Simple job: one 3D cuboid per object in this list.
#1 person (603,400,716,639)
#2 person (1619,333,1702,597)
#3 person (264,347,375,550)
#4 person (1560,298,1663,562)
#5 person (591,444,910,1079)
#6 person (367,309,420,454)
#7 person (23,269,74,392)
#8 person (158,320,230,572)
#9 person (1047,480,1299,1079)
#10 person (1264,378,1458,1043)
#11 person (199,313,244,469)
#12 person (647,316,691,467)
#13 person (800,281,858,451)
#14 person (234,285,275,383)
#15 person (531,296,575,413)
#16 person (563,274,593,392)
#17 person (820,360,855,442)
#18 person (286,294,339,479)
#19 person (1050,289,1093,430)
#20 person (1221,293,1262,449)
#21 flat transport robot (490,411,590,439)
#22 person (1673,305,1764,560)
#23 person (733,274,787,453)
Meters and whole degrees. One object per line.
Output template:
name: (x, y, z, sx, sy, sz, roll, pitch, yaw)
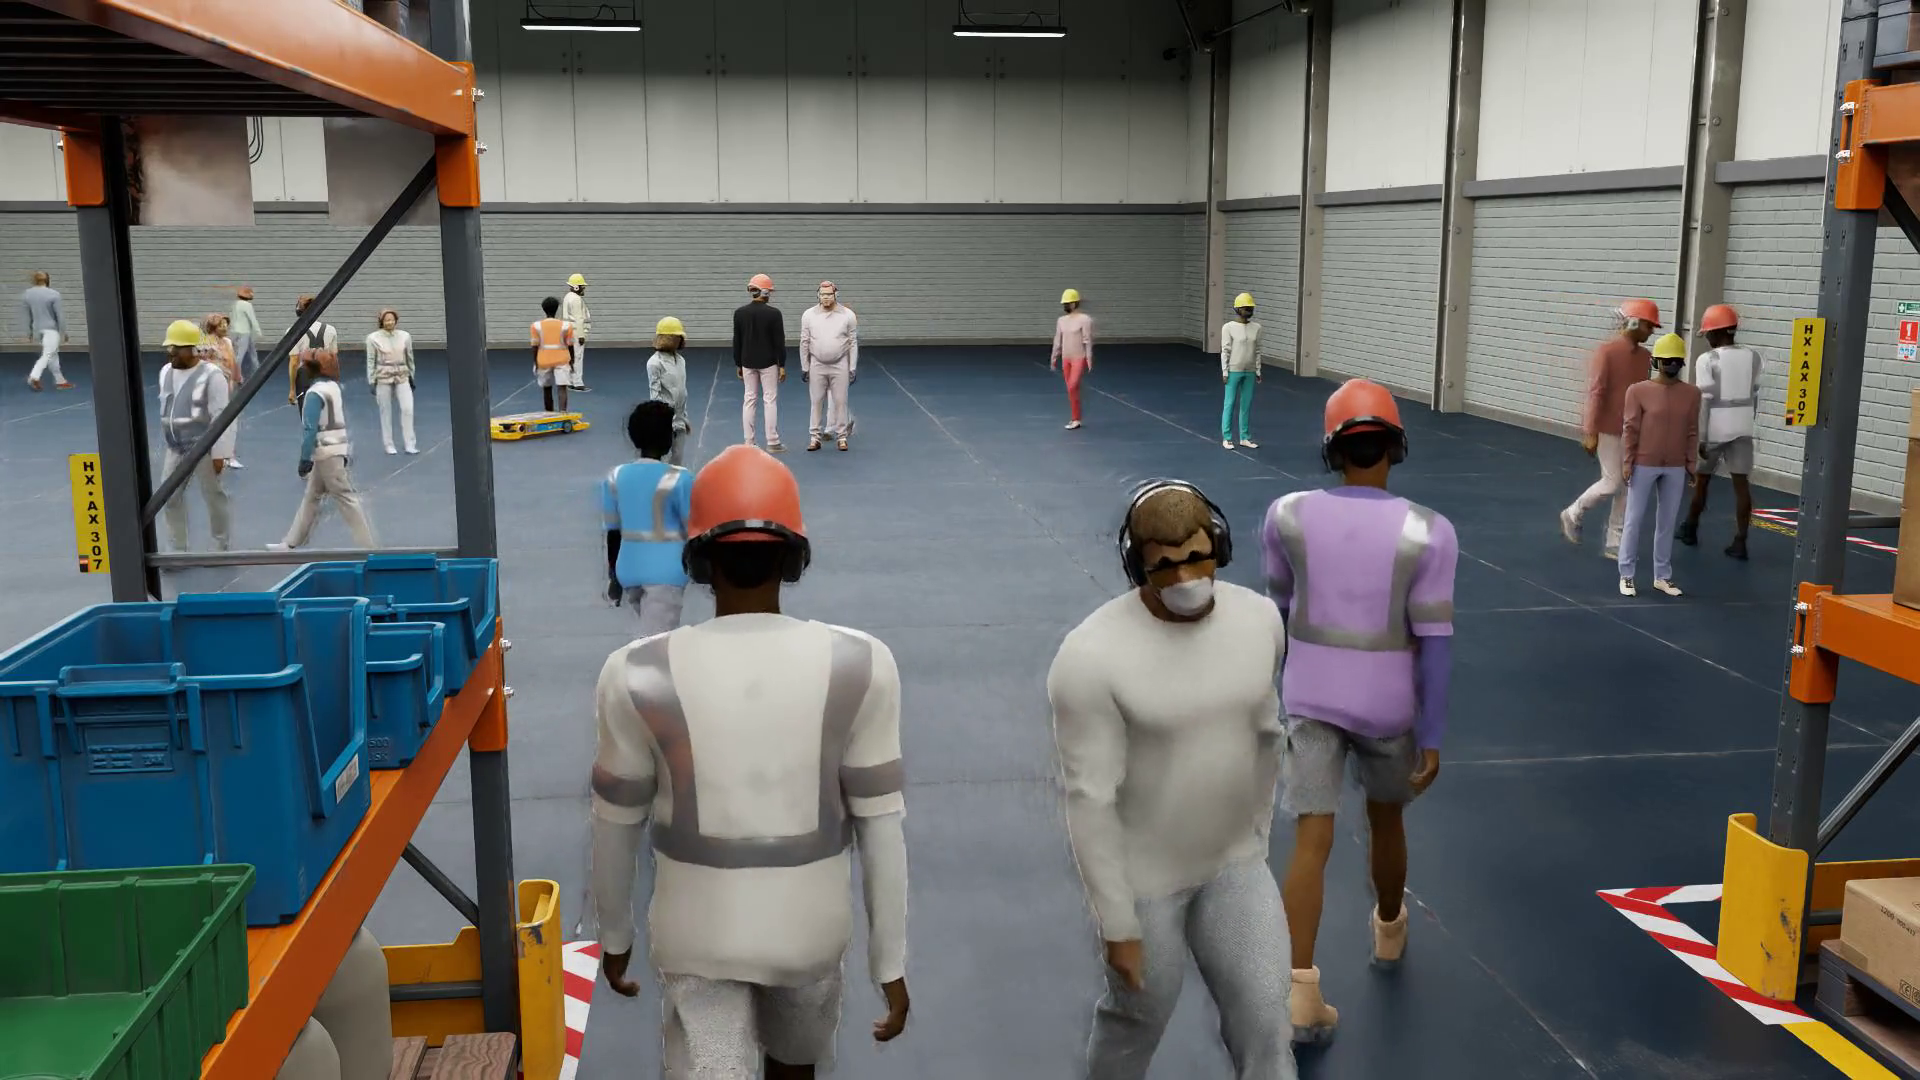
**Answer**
person: (-1.441, 0.173, 7.798, 0.545, 1.655, 0.888, 8, 13, 36)
person: (4.692, -0.496, 11.147, 0.523, 1.769, 0.314, 0, 10, -2)
person: (-4.747, -0.620, 12.277, 0.848, 1.586, 0.538, -1, 10, -6)
person: (4.875, -0.823, 12.410, 0.634, 1.955, 0.572, -5, 12, -26)
person: (-0.446, 0.791, 3.497, 0.629, 1.981, 1.080, -2, 11, -12)
person: (-6.206, -1.723, 18.261, 0.547, 1.611, 0.718, -7, 13, -35)
person: (-14.344, -3.278, 26.031, 0.635, 1.908, 0.965, 3, 11, 16)
person: (-5.549, -0.659, 11.917, 0.626, 1.804, 0.712, 4, 11, 19)
person: (0.553, 0.799, 3.752, 0.675, 1.878, 0.969, -5, 12, -27)
person: (1.204, 0.499, 5.139, 0.596, 1.989, 1.065, 4, 11, 22)
person: (-7.640, -1.543, 17.305, 0.579, 1.617, 0.512, 0, 10, 1)
person: (-2.419, -0.994, 13.933, 0.292, 1.745, 0.487, 4, 11, 21)
person: (-1.478, -1.947, 18.715, 0.651, 1.906, 0.403, 0, 10, -1)
person: (-11.783, -3.420, 27.634, 0.805, 1.601, 0.512, -8, 13, -38)
person: (-5.086, -2.212, 20.826, 0.538, 1.672, 0.789, -3, 11, -14)
person: (-5.960, -3.223, 25.913, 0.403, 1.831, 0.595, -5, 12, -27)
person: (-1.478, -1.993, 19.828, 0.511, 1.595, 0.810, 7, 12, 33)
person: (-6.416, -1.517, 16.522, 0.508, 1.844, 0.336, -10, 14, -43)
person: (1.356, -2.242, 20.747, 0.570, 1.745, 0.562, -10, 14, -44)
person: (3.205, -1.917, 18.926, 0.527, 1.772, 0.302, -5, 11, -24)
flat transport robot: (-5.233, -1.406, 20.235, 0.652, 0.197, 1.431, 6, 12, 28)
person: (5.789, -0.837, 12.674, 0.585, 1.878, 0.978, 0, 10, -2)
person: (-2.219, -1.959, 18.552, 0.623, 1.986, 0.388, 4, 11, 19)
